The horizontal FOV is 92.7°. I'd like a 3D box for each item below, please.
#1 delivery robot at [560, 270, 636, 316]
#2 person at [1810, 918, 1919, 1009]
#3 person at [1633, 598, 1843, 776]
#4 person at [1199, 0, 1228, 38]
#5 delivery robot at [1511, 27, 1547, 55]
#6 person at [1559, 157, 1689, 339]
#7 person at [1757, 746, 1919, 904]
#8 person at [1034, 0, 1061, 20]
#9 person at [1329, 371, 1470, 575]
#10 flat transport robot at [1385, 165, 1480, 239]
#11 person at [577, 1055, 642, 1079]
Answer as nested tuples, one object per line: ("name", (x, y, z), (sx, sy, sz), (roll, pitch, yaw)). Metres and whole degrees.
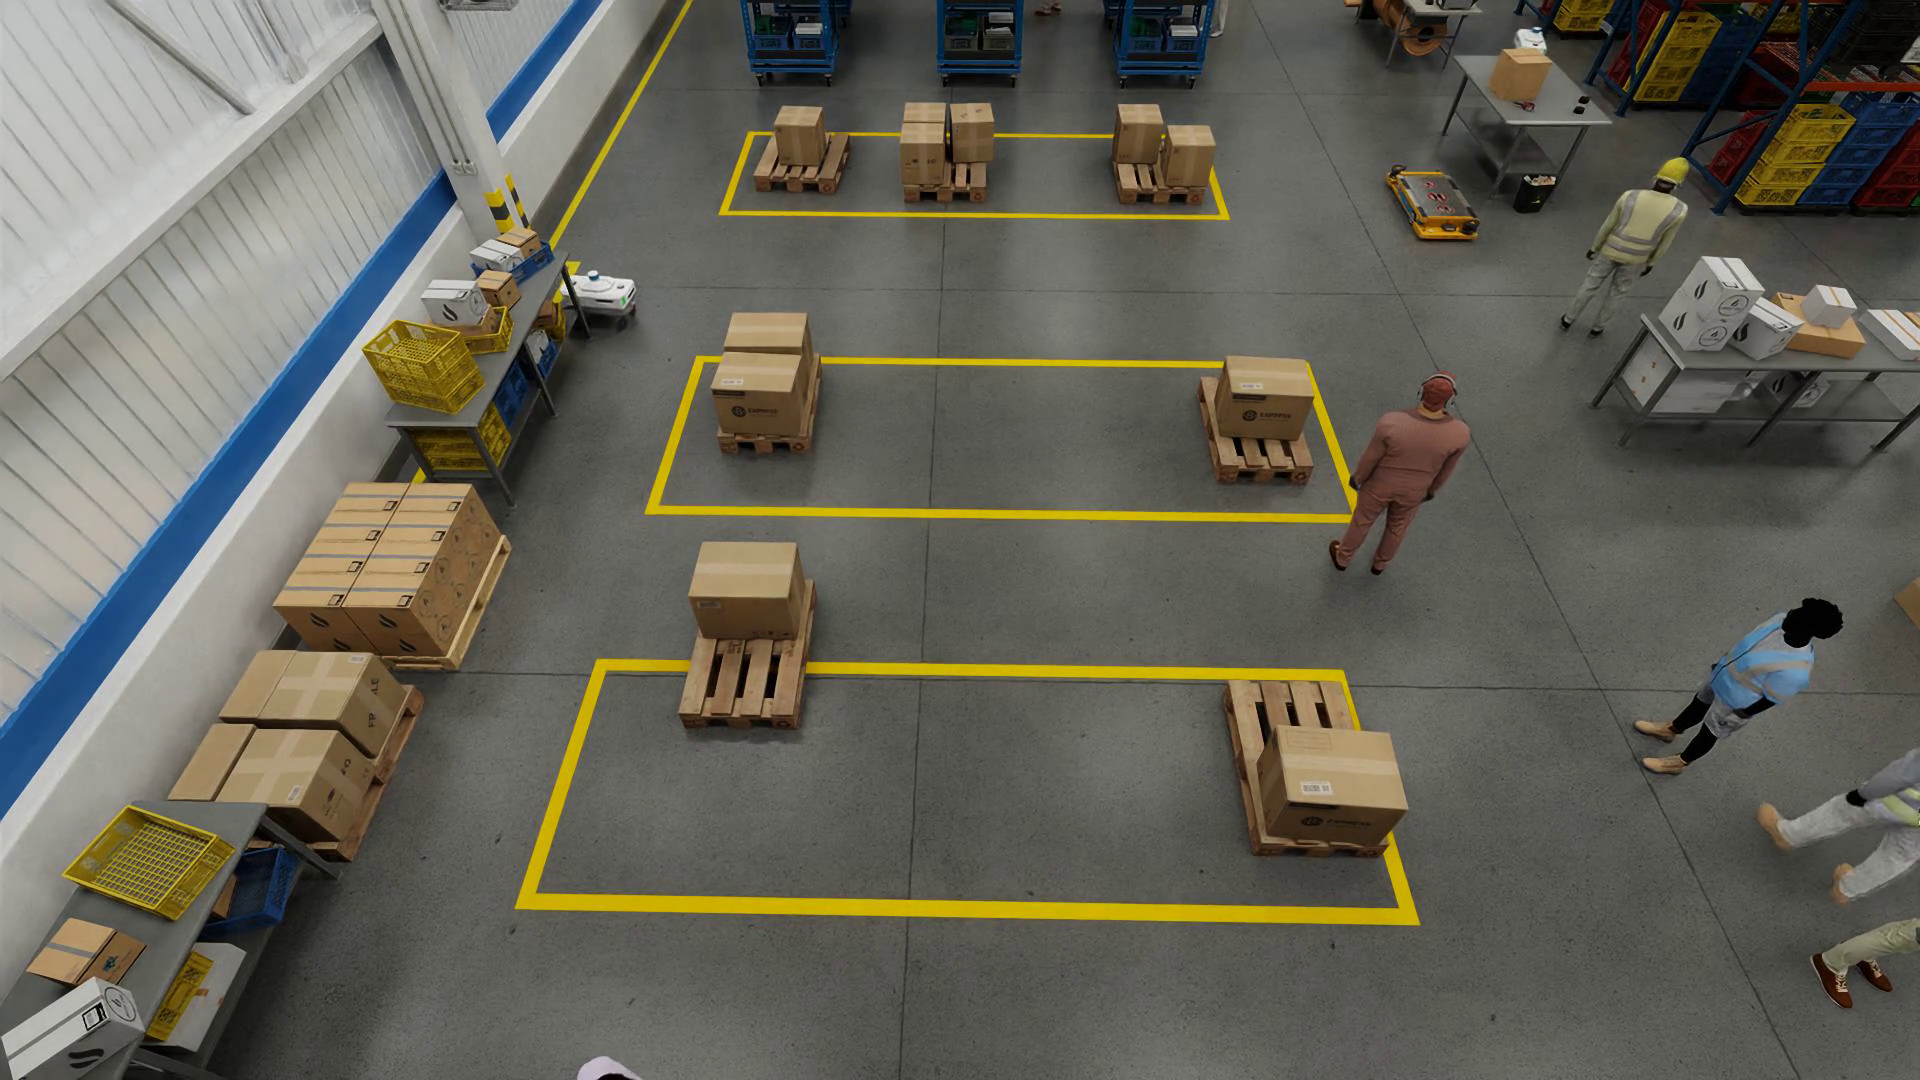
("delivery robot", (-3.726, -2.551, 9.477), (0.707, 0.478, 0.477), (5, 49, 4))
("person", (5.275, 1.972, 4.758), (0.512, 1.872, 0.328), (-12, 50, -10))
("person", (4.879, 0.931, 5.772), (0.316, 1.696, 0.540), (14, 51, 12))
("person", (4.037, -8.690, 14.144), (0.314, 1.632, 0.518), (-26, 54, -21))
("delivery robot", (8.481, -7.365, 13.644), (0.477, 0.478, 0.707), (11, 50, 9))
("person", (6.483, -2.819, 8.929), (0.601, 1.830, 0.404), (26, 54, 21))
("person", (5.481, 1.462, 5.244), (0.632, 1.816, 0.609), (12, 50, 10))
("person", (1.448, -9.392, 14.513), (0.397, 1.992, 0.623), (36, 58, 27))
("person", (3.258, -0.458, 6.842), (0.636, 1.903, 0.405), (10, 50, 9))
("flat transport robot", (5.692, -4.094, 11.059), (0.652, 0.197, 1.431), (1, 49, 1))
("person", (-1.371, 2.713, 4.086), (0.379, 1.916, 0.591), (-30, 55, -23))
